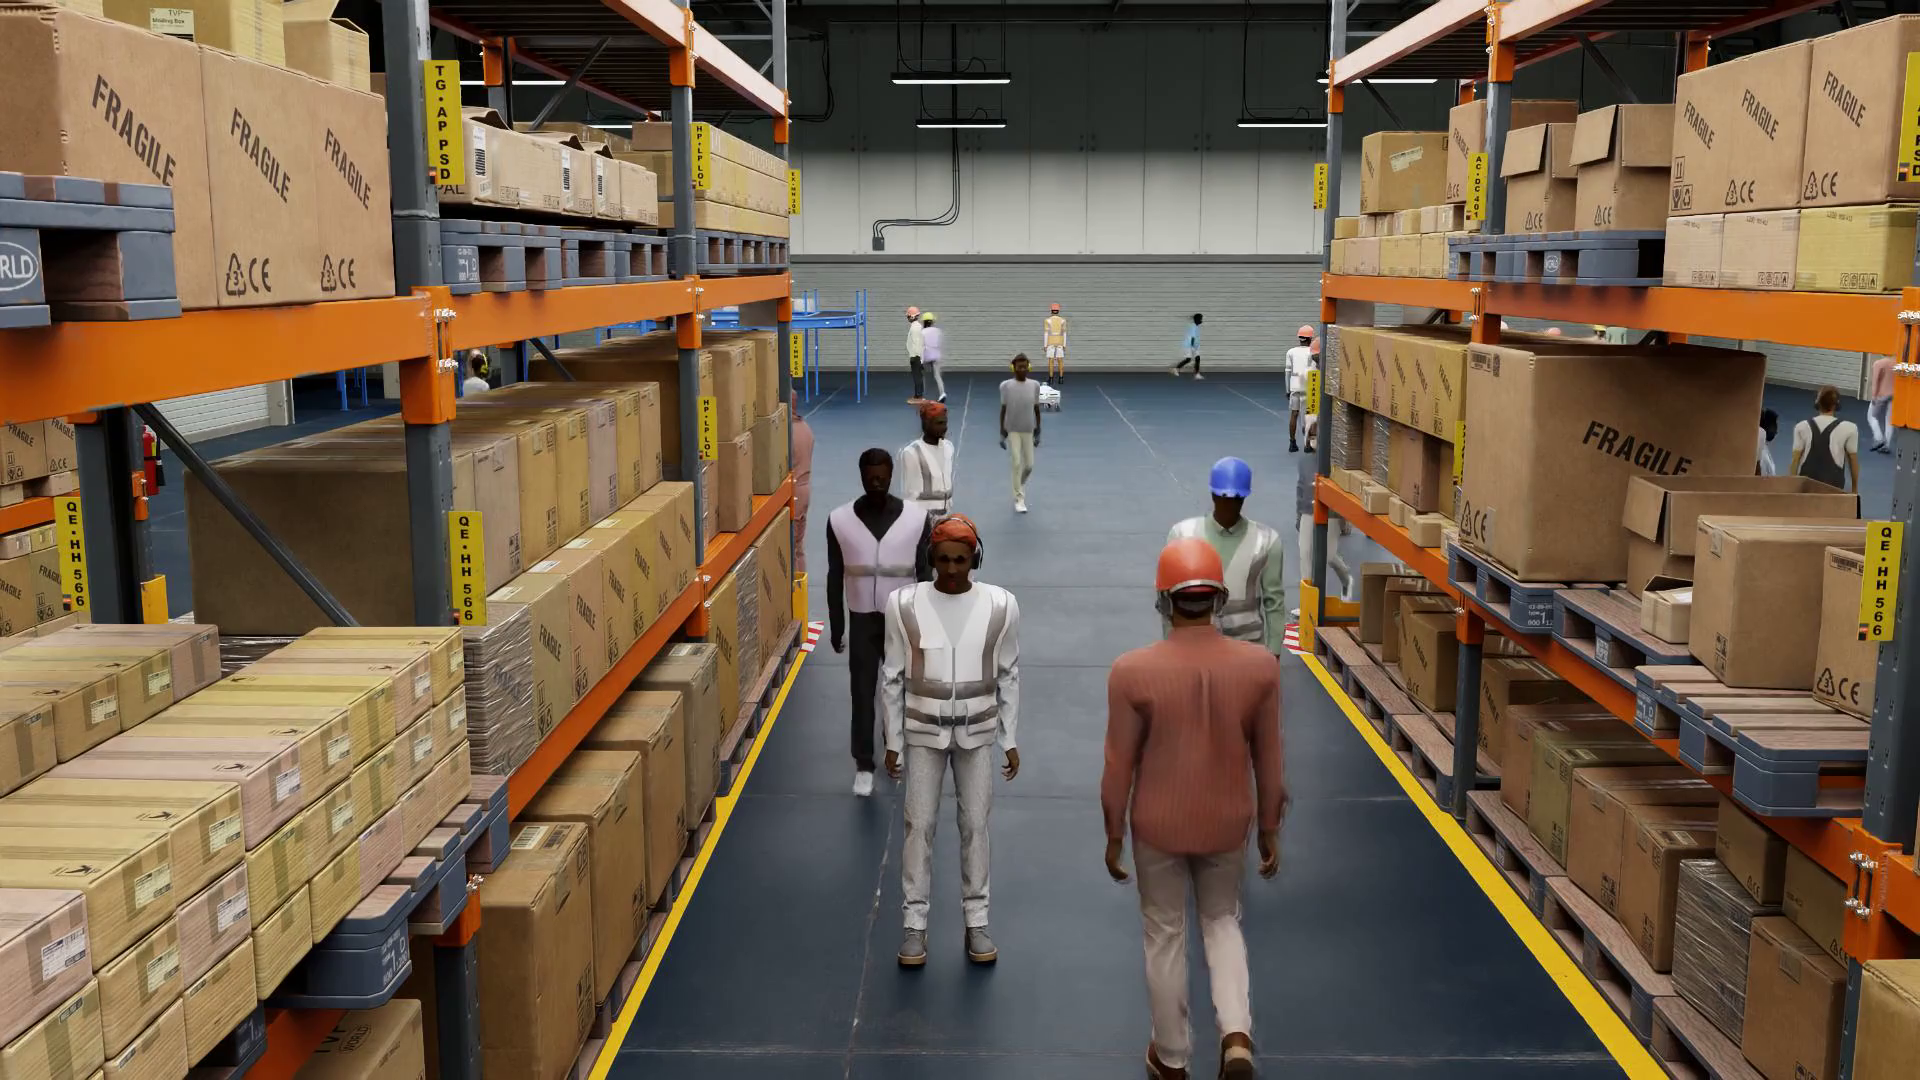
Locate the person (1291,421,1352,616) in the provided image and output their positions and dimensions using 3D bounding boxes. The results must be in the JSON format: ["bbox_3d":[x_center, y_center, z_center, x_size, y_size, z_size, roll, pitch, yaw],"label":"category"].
[{"bbox_3d":[3.020,-0.194,13.783,0.509,1.610,0.629,9,13,44],"label":"person"}]

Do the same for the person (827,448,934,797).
[{"bbox_3d":[-0.441,0.419,9.348,0.610,1.921,0.660,0,9,-3],"label":"person"}]

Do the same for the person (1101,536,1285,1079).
[{"bbox_3d":[0.800,0.975,5.671,0.634,1.979,0.554,-1,10,-9],"label":"person"}]

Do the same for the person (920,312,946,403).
[{"bbox_3d":[-0.601,-3.775,34.505,0.571,1.877,0.991,-5,11,-28],"label":"person"}]

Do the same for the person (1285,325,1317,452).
[{"bbox_3d":[5.287,-2.328,25.599,0.551,1.934,0.373,6,11,33],"label":"person"}]

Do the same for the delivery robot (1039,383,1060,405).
[{"bbox_3d":[1.664,-2.860,32.763,0.477,0.478,0.707,-5,11,-28],"label":"delivery robot"}]

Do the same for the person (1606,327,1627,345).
[{"bbox_3d":[15.734,-4.568,39.920,0.499,1.634,0.279,1,10,9],"label":"person"}]

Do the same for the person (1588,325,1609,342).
[{"bbox_3d":[12.534,-3.399,32.674,0.540,1.721,0.906,-1,10,-9],"label":"person"}]

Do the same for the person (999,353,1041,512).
[{"bbox_3d":[0.691,-1.280,19.581,0.516,1.855,0.602,-2,10,-11],"label":"person"}]

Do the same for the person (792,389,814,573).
[{"bbox_3d":[-1.417,-0.290,13.506,0.404,1.905,0.654,2,10,14],"label":"person"}]

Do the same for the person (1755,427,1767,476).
[{"bbox_3d":[6.442,-0.327,13.838,0.521,1.865,0.327,0,9,-2],"label":"person"}]

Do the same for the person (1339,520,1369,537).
[{"bbox_3d":[4.282,-0.959,17.686,0.633,1.842,0.429,5,11,25],"label":"person"}]

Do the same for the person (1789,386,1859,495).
[{"bbox_3d":[7.731,-0.470,14.870,0.521,1.795,0.938,8,13,41],"label":"person"}]

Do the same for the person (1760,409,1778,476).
[{"bbox_3d":[6.830,-0.281,14.161,0.770,1.657,0.544,5,11,27],"label":"person"}]

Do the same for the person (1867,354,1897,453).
[{"bbox_3d":[14.127,-2.203,25.385,0.540,1.752,0.389,-1,10,-4],"label":"person"}]

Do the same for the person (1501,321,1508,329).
[{"bbox_3d":[11.636,-4.112,36.391,0.643,1.905,0.400,3,10,16],"label":"person"}]

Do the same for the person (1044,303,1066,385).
[{"bbox_3d":[2.264,-4.695,39.774,0.550,1.935,0.376,-2,10,-11],"label":"person"}]

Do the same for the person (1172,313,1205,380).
[{"bbox_3d":[5.697,-4.828,41.409,0.754,1.654,0.545,3,10,20],"label":"person"}]

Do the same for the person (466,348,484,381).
[{"bbox_3d":[-8.438,-2.742,28.970,0.310,1.638,0.523,-2,10,-11],"label":"person"}]

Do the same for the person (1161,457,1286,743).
[{"bbox_3d":[1.338,0.535,8.479,0.626,1.927,0.459,1,10,8],"label":"person"}]

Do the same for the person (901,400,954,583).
[{"bbox_3d":[-0.186,-0.111,12.502,0.530,1.867,0.601,7,12,38],"label":"person"}]

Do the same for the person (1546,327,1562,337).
[{"bbox_3d":[8.918,-2.244,25.133,0.580,1.921,0.454,-5,11,-29],"label":"person"}]

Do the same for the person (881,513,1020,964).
[{"bbox_3d":[-0.037,0.820,6.893,0.574,1.887,0.355,-1,10,-5],"label":"person"}]

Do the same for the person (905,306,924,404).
[{"bbox_3d":[-0.944,-3.827,34.408,0.397,1.992,0.622,1,10,7],"label":"person"}]

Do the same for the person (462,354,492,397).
[{"bbox_3d":[-5.606,-1.264,19.546,0.549,1.825,0.870,7,12,36],"label":"person"}]

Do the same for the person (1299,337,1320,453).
[{"bbox_3d":[4.462,-1.492,20.419,0.611,2.009,0.948,4,10,21],"label":"person"}]
